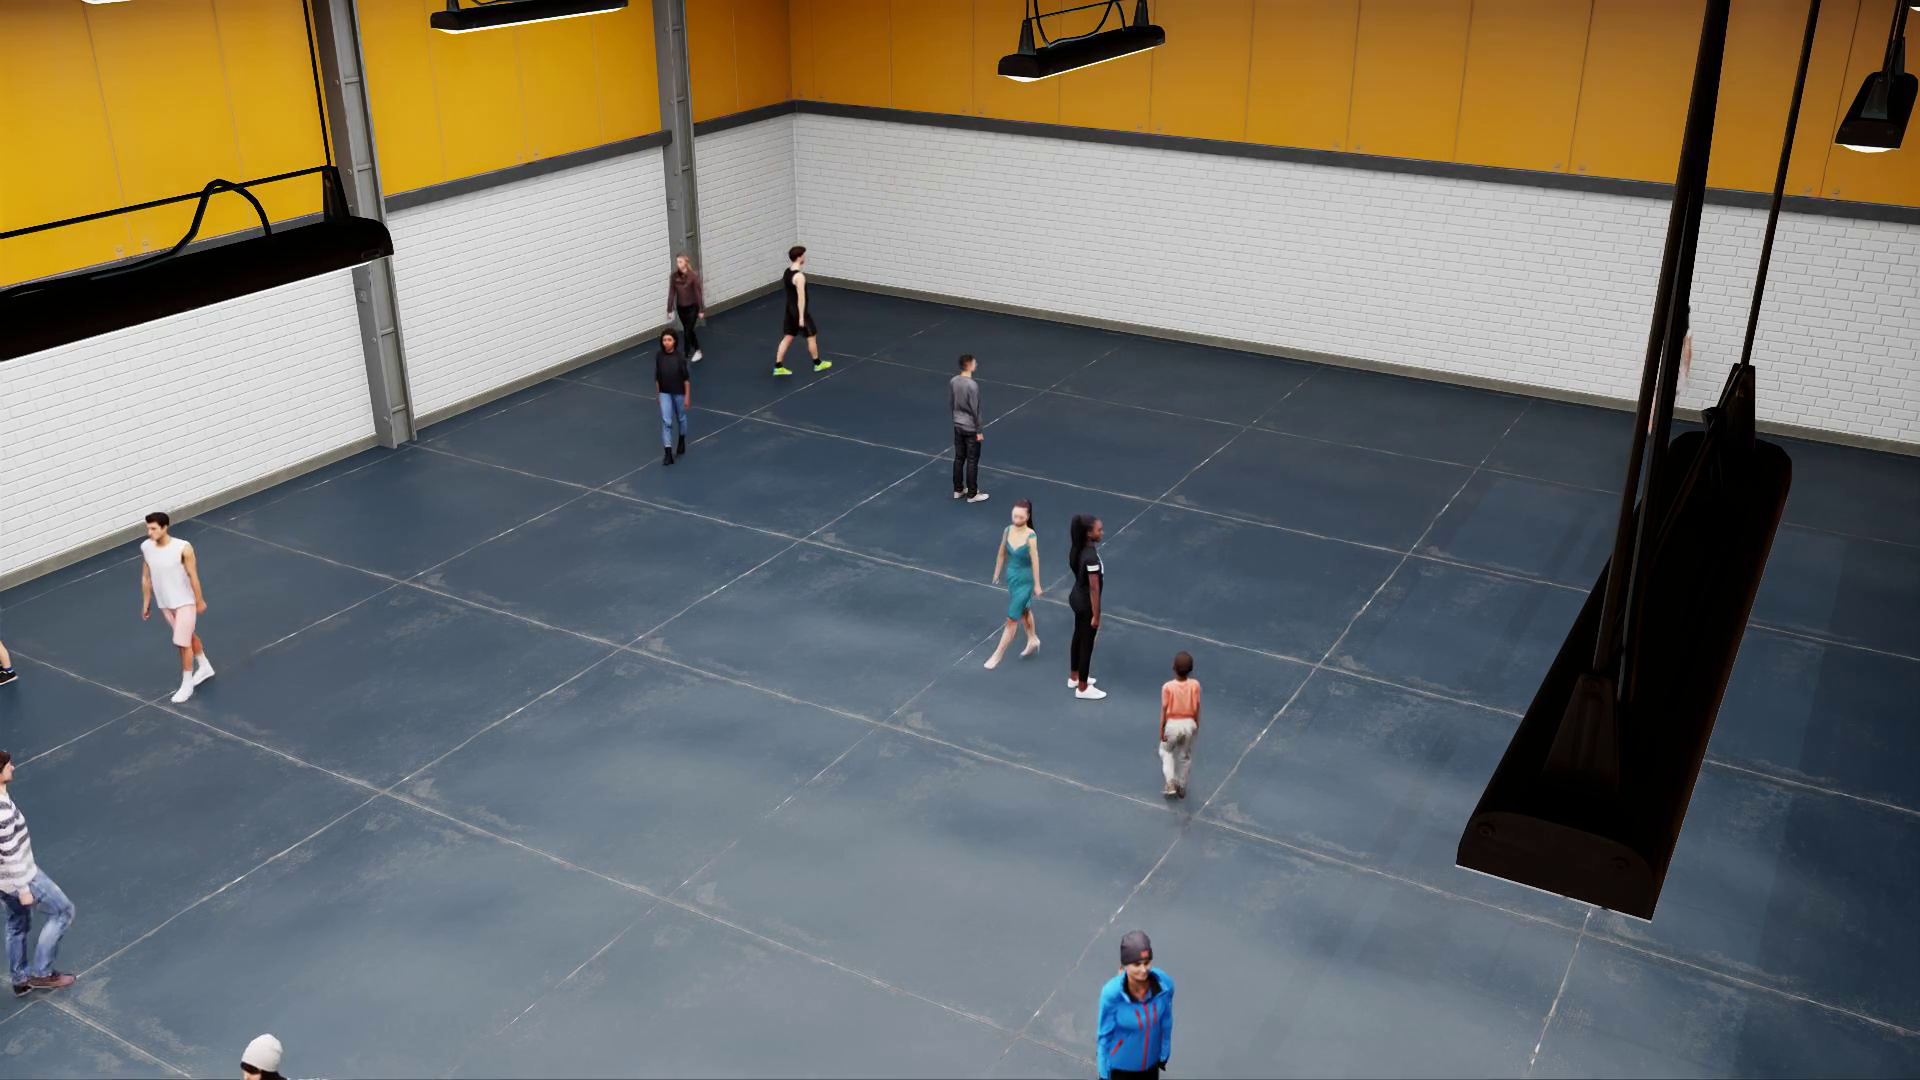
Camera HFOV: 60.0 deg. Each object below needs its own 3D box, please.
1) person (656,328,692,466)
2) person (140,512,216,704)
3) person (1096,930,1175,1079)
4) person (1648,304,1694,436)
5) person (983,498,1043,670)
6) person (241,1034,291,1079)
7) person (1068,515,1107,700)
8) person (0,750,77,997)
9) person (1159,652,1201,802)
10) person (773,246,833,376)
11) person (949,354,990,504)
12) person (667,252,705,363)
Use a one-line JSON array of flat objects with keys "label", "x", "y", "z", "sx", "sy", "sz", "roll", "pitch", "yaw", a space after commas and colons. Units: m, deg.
[{"label": "person", "x": -3.515, "y": -1.789, "z": 20.512, "sx": 0.982, "sy": 1.653, "sz": 1.189, "roll": -1, "pitch": 24, "yaw": -2}, {"label": "person", "x": -7.032, "y": 0.523, "z": 15.089, "sx": 0.747, "sy": 1.758, "sz": 0.958, "roll": 8, "pitch": 25, "yaw": 17}, {"label": "person", "x": 0.940, "y": 2.940, "z": 9.537, "sx": 0.905, "sy": 1.777, "sz": 0.965, "roll": -6, "pitch": 24, "yaw": -13}, {"label": "person", "x": 9.045, "y": -2.173, "z": 21.244, "sx": 0.695, "sy": 1.770, "sz": 0.699, "roll": 20, "pitch": 30, "yaw": 38}, {"label": "person", "x": 0.629, "y": 0.392, "z": 15.521, "sx": 1.035, "sy": 1.653, "sz": 0.833, "roll": -17, "pitch": 29, "yaw": -34}, {"label": "person", "x": -3.546, "y": 3.295, "z": 8.921, "sx": 0.591, "sy": 1.621, "sz": 0.912, "roll": 12, "pitch": 26, "yaw": 26}, {"label": "person", "x": 1.147, "y": 0.585, "z": 14.983, "sx": 0.759, "sy": 1.731, "sz": 0.688, "roll": -5, "pitch": 24, "yaw": -11}, {"label": "person", "x": -6.358, "y": 2.264, "z": 11.012, "sx": 0.735, "sy": 1.835, "sz": 0.737, "roll": 20, "pitch": 31, "yaw": 38}, {"label": "person", "x": 1.780, "y": 1.526, "z": 13.368, "sx": 0.587, "sy": 1.300, "sz": 0.638, "roll": 0, "pitch": 24, "yaw": -1}, {"label": "person", "x": -2.371, "y": -3.176, "z": 23.441, "sx": 1.275, "sy": 1.847, "sz": 0.996, "roll": -17, "pitch": 29, "yaw": -33}, {"label": "person", "x": 0.083, "y": -1.305, "z": 19.270, "sx": 0.628, "sy": 1.761, "sz": 0.673, "roll": -22, "pitch": 32, "yaw": -40}, {"label": "person", "x": -3.898, "y": -3.319, "z": 24.006, "sx": 0.771, "sy": 1.657, "sz": 1.122, "roll": 8, "pitch": 25, "yaw": 18}]
